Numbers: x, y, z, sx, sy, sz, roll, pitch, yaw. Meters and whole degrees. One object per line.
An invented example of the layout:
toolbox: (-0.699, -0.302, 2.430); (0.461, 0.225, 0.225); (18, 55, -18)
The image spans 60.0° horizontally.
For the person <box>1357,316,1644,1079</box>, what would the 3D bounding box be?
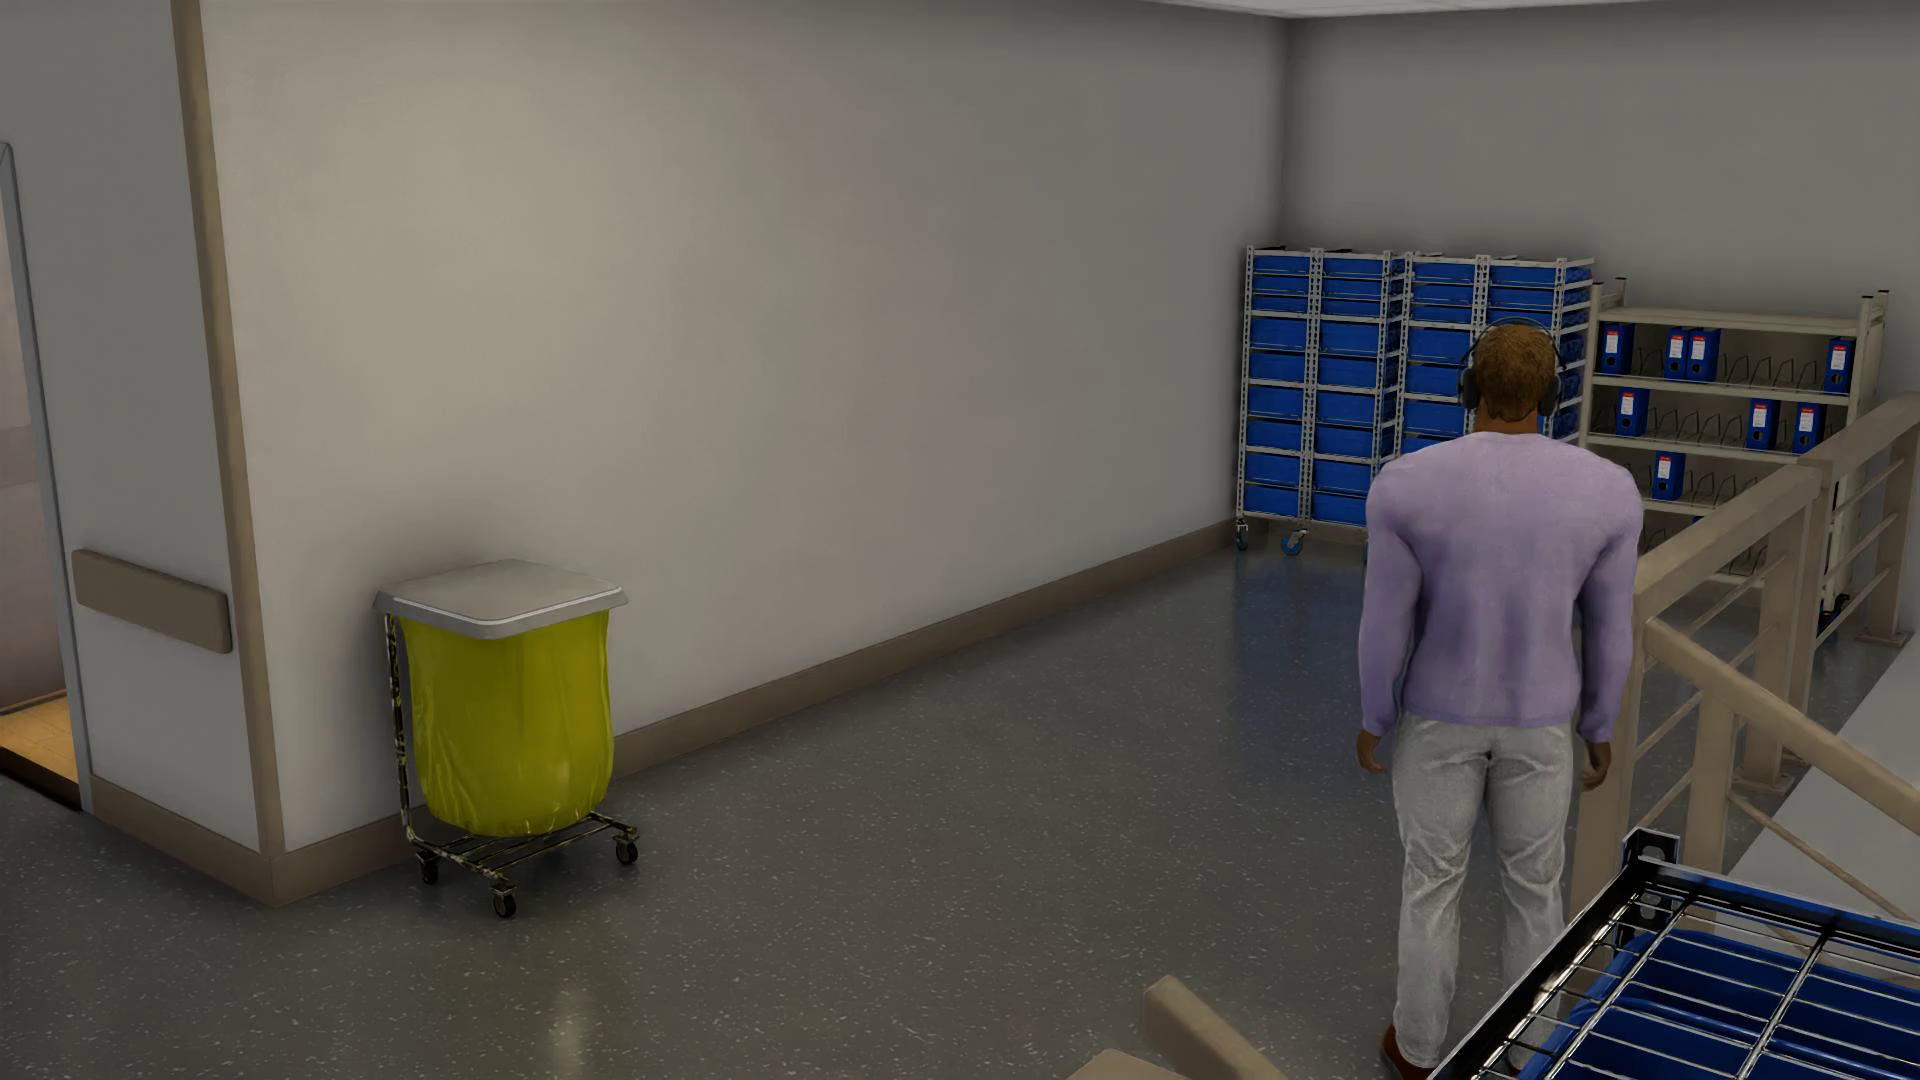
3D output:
person: (1.274, 0.435, 4.024); (0.633, 1.938, 0.356); (2, 14, 9)
